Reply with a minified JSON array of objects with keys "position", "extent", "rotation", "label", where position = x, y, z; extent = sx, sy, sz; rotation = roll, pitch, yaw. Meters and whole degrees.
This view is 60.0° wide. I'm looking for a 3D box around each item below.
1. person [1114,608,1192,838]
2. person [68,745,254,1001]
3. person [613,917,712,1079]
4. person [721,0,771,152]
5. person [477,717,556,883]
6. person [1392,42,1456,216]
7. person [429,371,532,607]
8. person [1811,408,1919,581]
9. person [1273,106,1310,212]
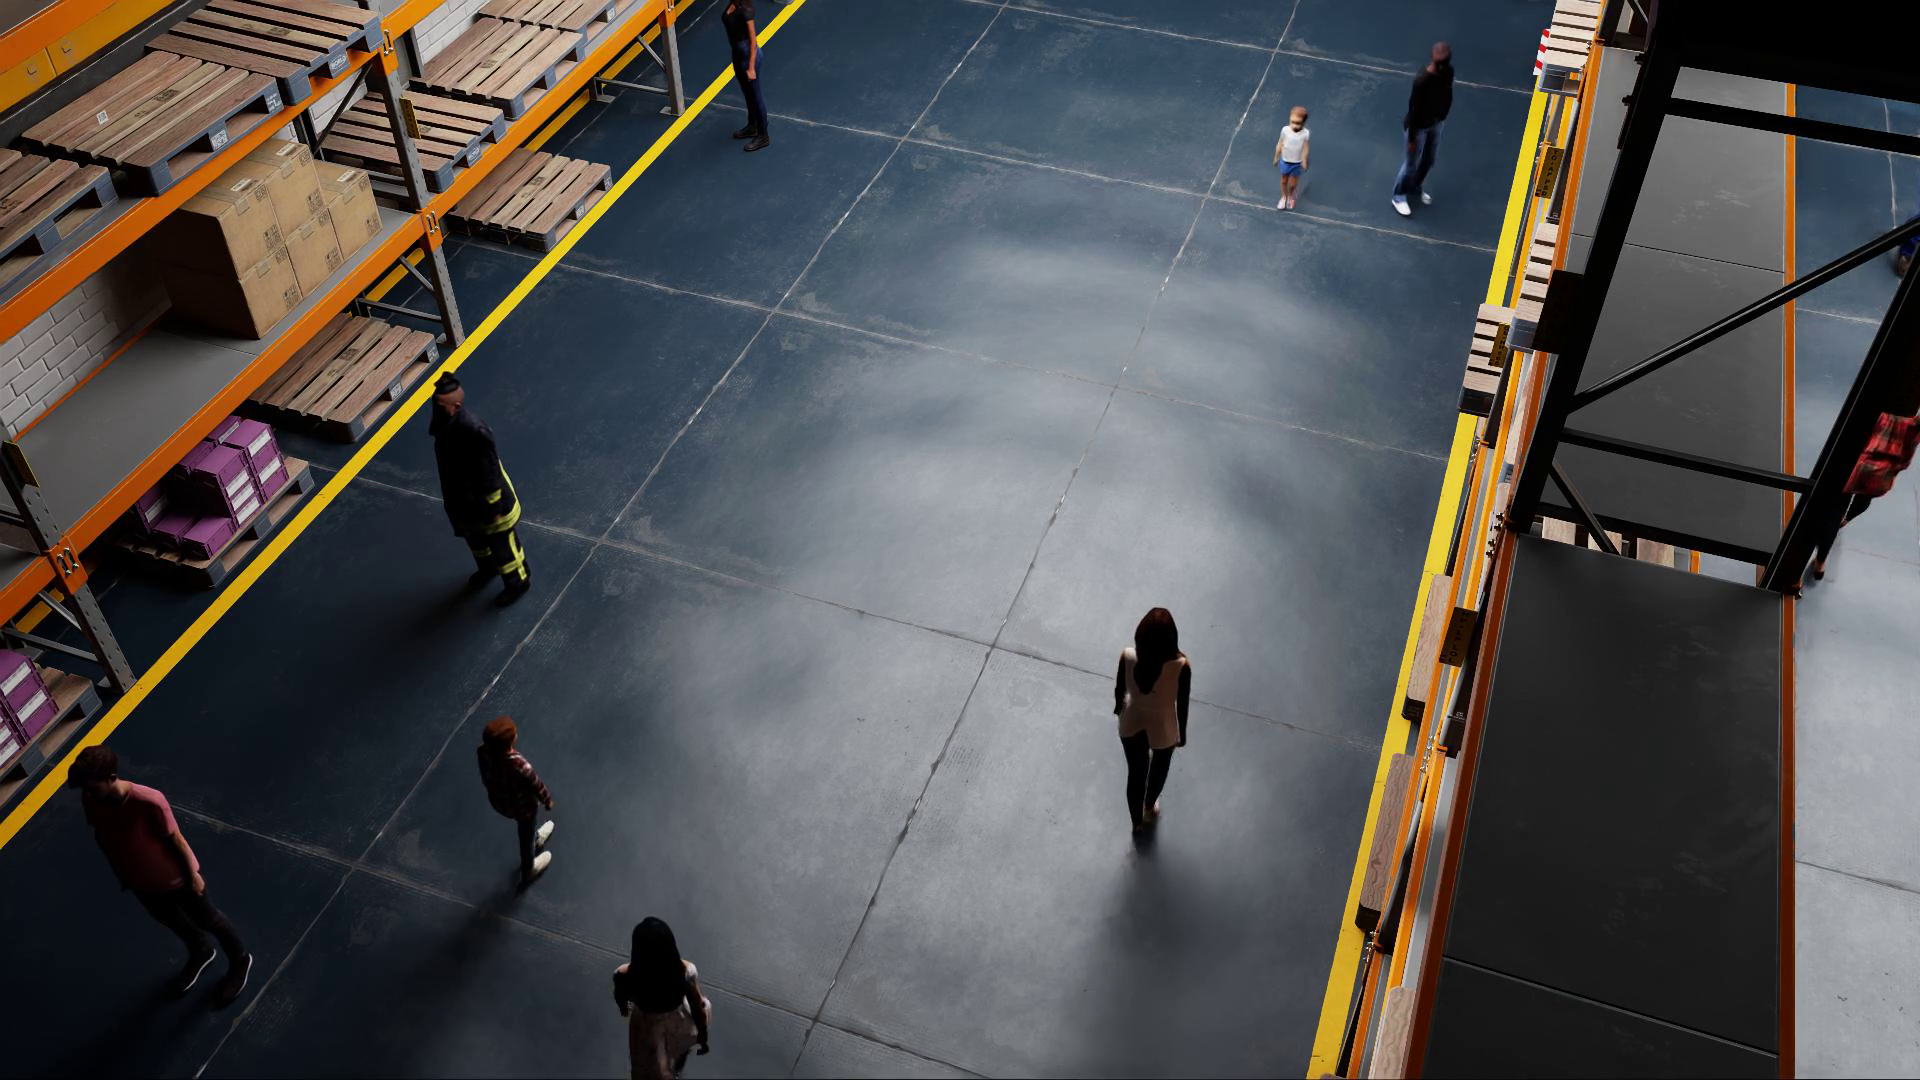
[{"position":[1.061,1.143,9.526],"extent":[0.614,1.771,0.580],"rotation":[13,45,13],"label":"person"},{"position":[-4.209,1.724,8.782],"extent":[0.684,1.957,0.637],"rotation":[5,44,5],"label":"person"},{"position":[-1.427,2.511,8.127],"extent":[1.045,1.720,1.270],"rotation":[-8,44,-9],"label":"person"},{"position":[-1.982,-4.464,15.437],"extent":[0.717,1.737,0.661],"rotation":[-19,47,-19],"label":"person"},{"position":[-2.572,1.512,9.485],"extent":[0.590,1.294,0.667],"rotation":[21,48,21],"label":"person"},{"position":[4.044,-3.633,14.586],"extent":[0.881,1.707,0.802],"rotation":[34,53,30],"label":"person"},{"position":[-3.200,-0.357,11.038],"extent":[0.826,1.857,0.807],"rotation":[29,51,27],"label":"person"},{"position":[6.108,-0.435,11.264],"extent":[0.672,1.659,1.081],"rotation":[18,47,18],"label":"person"},{"position":[2.991,-3.439,14.884],"extent":[0.451,1.014,0.436],"rotation":[17,46,17],"label":"person"}]
